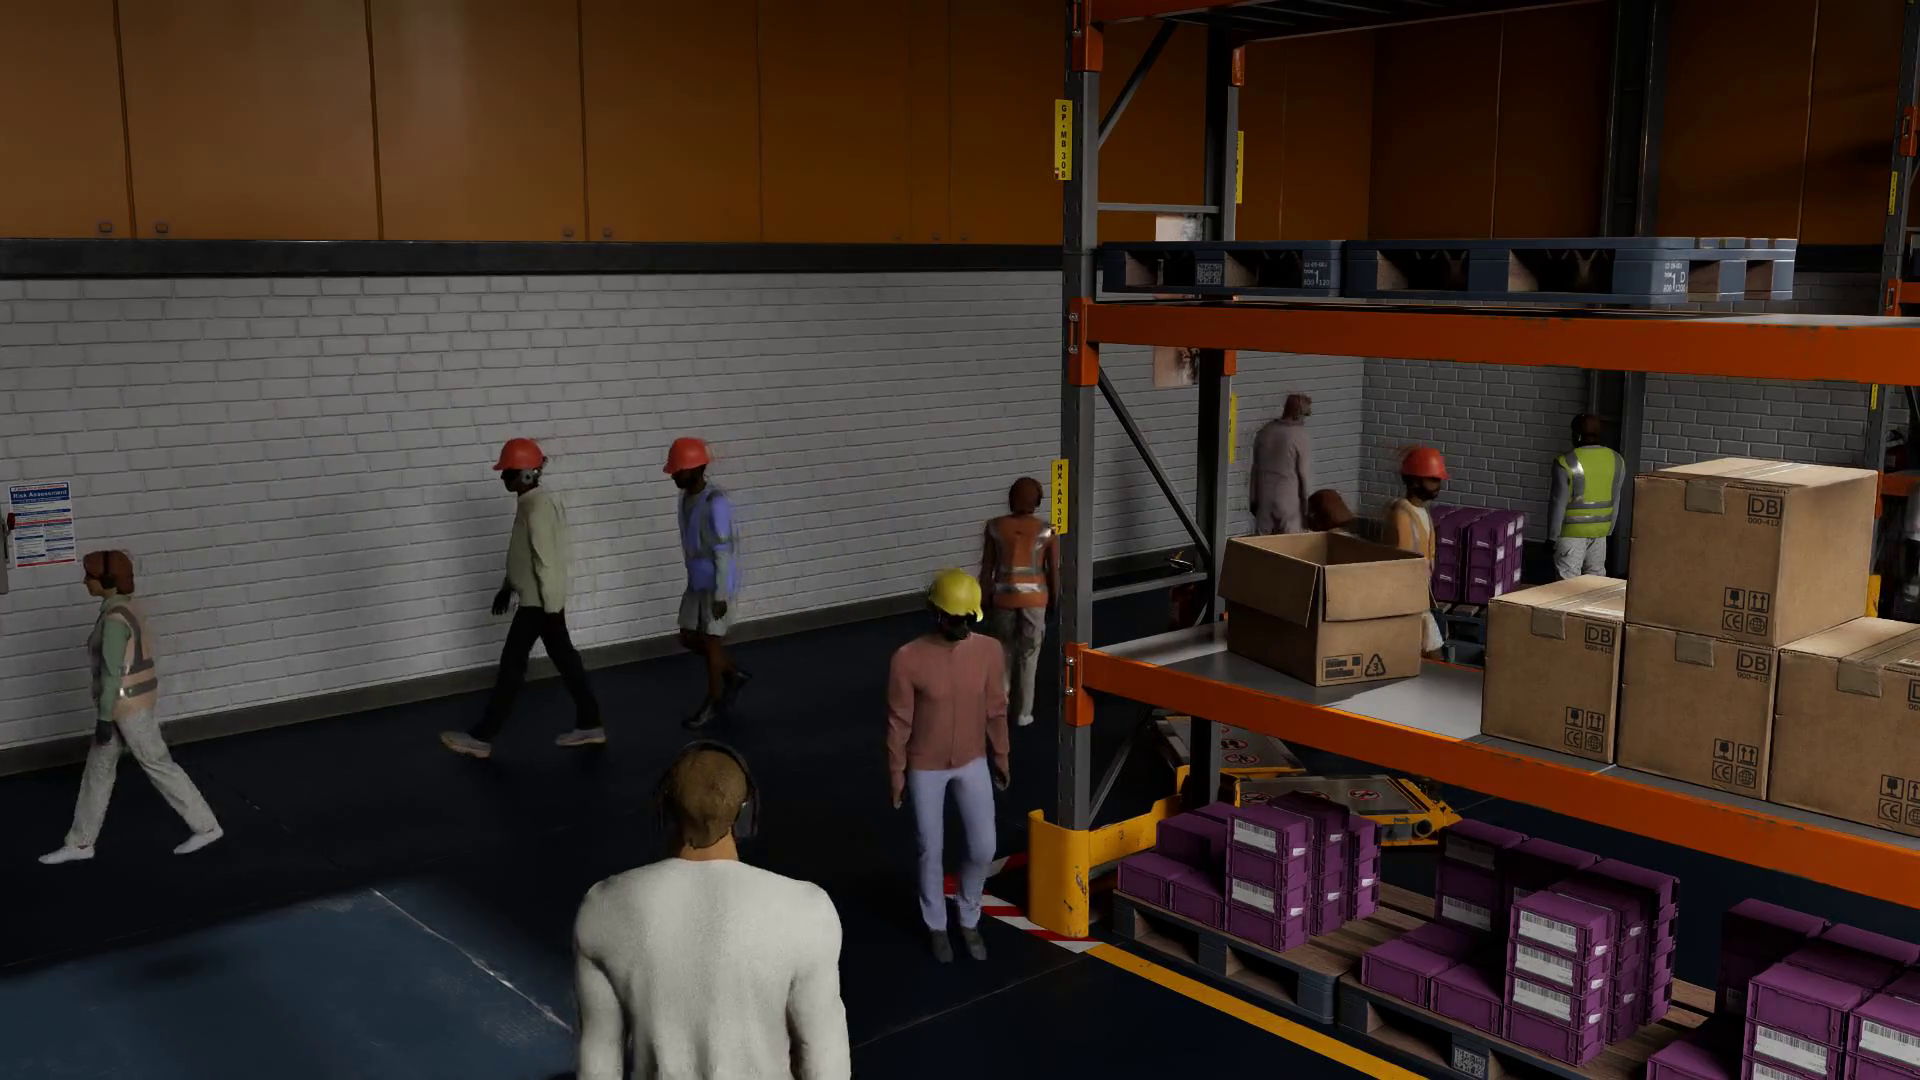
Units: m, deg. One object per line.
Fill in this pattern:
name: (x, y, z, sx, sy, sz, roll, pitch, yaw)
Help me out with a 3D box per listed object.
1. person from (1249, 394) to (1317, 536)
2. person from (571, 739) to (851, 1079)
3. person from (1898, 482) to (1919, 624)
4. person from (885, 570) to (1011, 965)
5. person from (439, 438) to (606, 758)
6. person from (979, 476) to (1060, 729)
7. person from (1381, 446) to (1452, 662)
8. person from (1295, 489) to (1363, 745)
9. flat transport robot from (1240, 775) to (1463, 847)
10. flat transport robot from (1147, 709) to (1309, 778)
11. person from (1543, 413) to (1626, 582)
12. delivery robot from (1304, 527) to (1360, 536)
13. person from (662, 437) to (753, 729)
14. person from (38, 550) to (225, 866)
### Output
person: (2.744, -0.328, 14.348, 0.434, 1.869, 0.796, -8, 12, -38)
person: (-0.577, 1.420, 3.915, 0.640, 1.927, 0.481, 2, 10, 10)
person: (6.429, 0.237, 10.773, 0.768, 1.937, 0.632, 9, 13, 41)
person: (-0.049, 0.969, 7.065, 0.565, 1.732, 0.454, -3, 10, -18)
person: (-2.662, 0.348, 10.125, 1.001, 1.937, 0.612, -2, 10, -11)
person: (0.399, 0.403, 10.714, 0.543, 1.623, 0.379, 3, 10, 17)
person: (2.799, 0.386, 10.056, 0.978, 1.888, 0.556, 8, 12, 38)
person: (2.246, 0.496, 10.187, 0.540, 1.625, 0.354, -3, 10, -18)
flat transport robot: (1.900, 1.428, 8.694, 1.431, 0.197, 0.652, -1, 10, -5)
flat transport robot: (1.539, 1.258, 9.690, 0.652, 0.197, 1.431, -1, 10, -4)
person: (4.760, -0.055, 12.788, 0.626, 1.844, 0.429, -3, 10, -19)
delivery robot: (3.392, 0.044, 15.692, 0.707, 0.478, 0.477, 4, 10, 21)
person: (-1.625, 0.273, 10.682, 0.572, 1.909, 0.548, -8, 13, -40)
person: (-4.157, 0.831, 8.310, 0.851, 1.596, 0.530, -5, 11, -25)
